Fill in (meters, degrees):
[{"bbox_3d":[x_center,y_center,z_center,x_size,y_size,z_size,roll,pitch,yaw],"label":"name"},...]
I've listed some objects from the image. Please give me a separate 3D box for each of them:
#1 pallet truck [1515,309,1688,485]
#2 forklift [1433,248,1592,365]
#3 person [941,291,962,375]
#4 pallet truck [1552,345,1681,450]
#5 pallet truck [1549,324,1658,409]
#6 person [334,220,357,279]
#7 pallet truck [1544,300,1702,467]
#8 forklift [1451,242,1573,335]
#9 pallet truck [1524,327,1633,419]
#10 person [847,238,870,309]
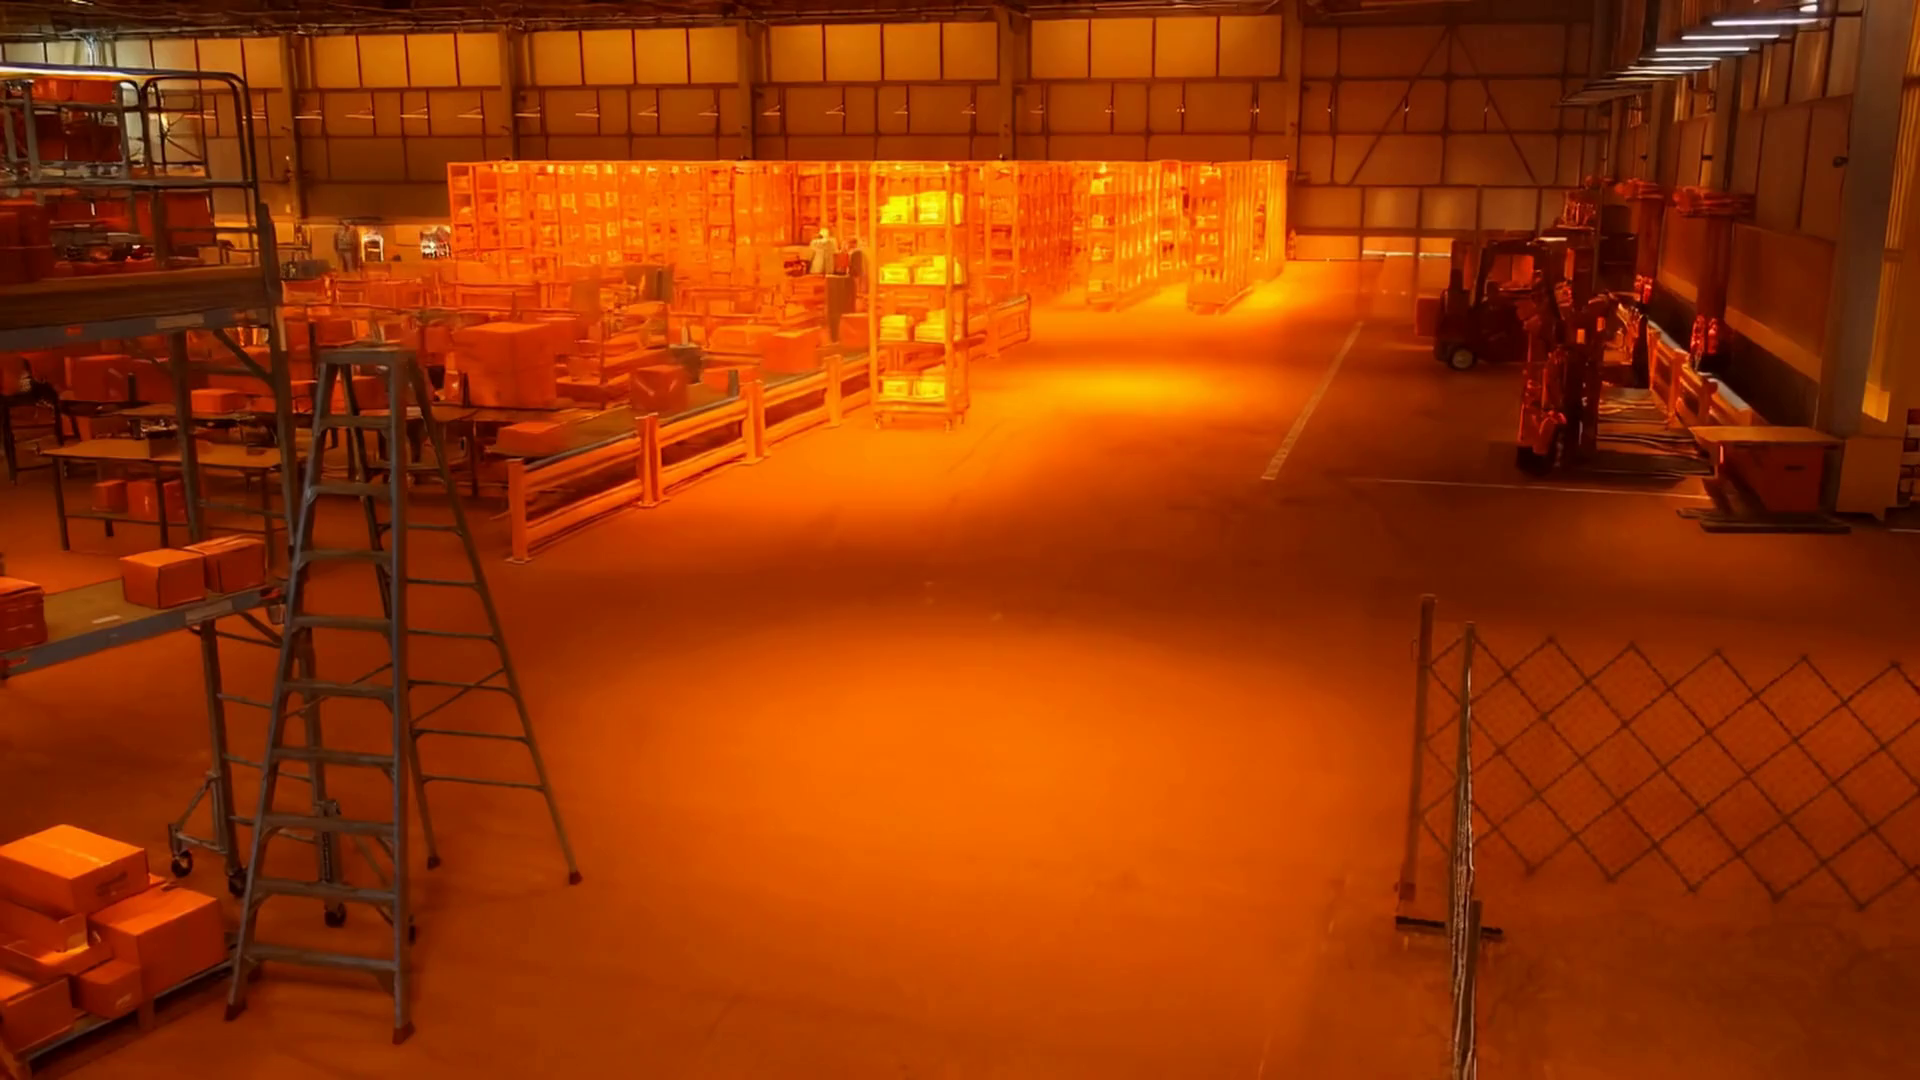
[{"bbox_3d":[7.554,-1.677,19.446,1.885,1.965,0.823,3,13,14],"label":"pallet truck"},{"bbox_3d":[9.780,-4.111,29.280,2.680,1.987,1.157,3,13,14],"label":"forklift"},{"bbox_3d":[-0.180,-3.537,27.418,0.411,2.035,0.602,1,13,4],"label":"person"},{"bbox_3d":[8.641,-1.896,21.908,1.630,1.274,0.653,4,14,16],"label":"pallet truck"},{"bbox_3d":[9.824,-2.669,25.407,1.601,1.201,0.680,4,14,16],"label":"pallet truck"},{"bbox_3d":[-17.984,-8.414,48.704,0.619,1.923,0.559,-5,14,-21],"label":"person"},{"bbox_3d":[8.263,-1.952,20.631,1.885,1.965,0.823,5,14,20],"label":"pallet truck"},{"bbox_3d":[10.464,-4.597,31.405,2.680,1.987,1.157,4,14,16],"label":"forklift"},{"bbox_3d":[9.065,-2.460,24.370,1.522,1.261,0.704,3,13,14],"label":"pallet truck"},{"bbox_3d":[-2.515,-6.522,40.835,0.926,1.792,0.611,6,14,23],"label":"person"}]
